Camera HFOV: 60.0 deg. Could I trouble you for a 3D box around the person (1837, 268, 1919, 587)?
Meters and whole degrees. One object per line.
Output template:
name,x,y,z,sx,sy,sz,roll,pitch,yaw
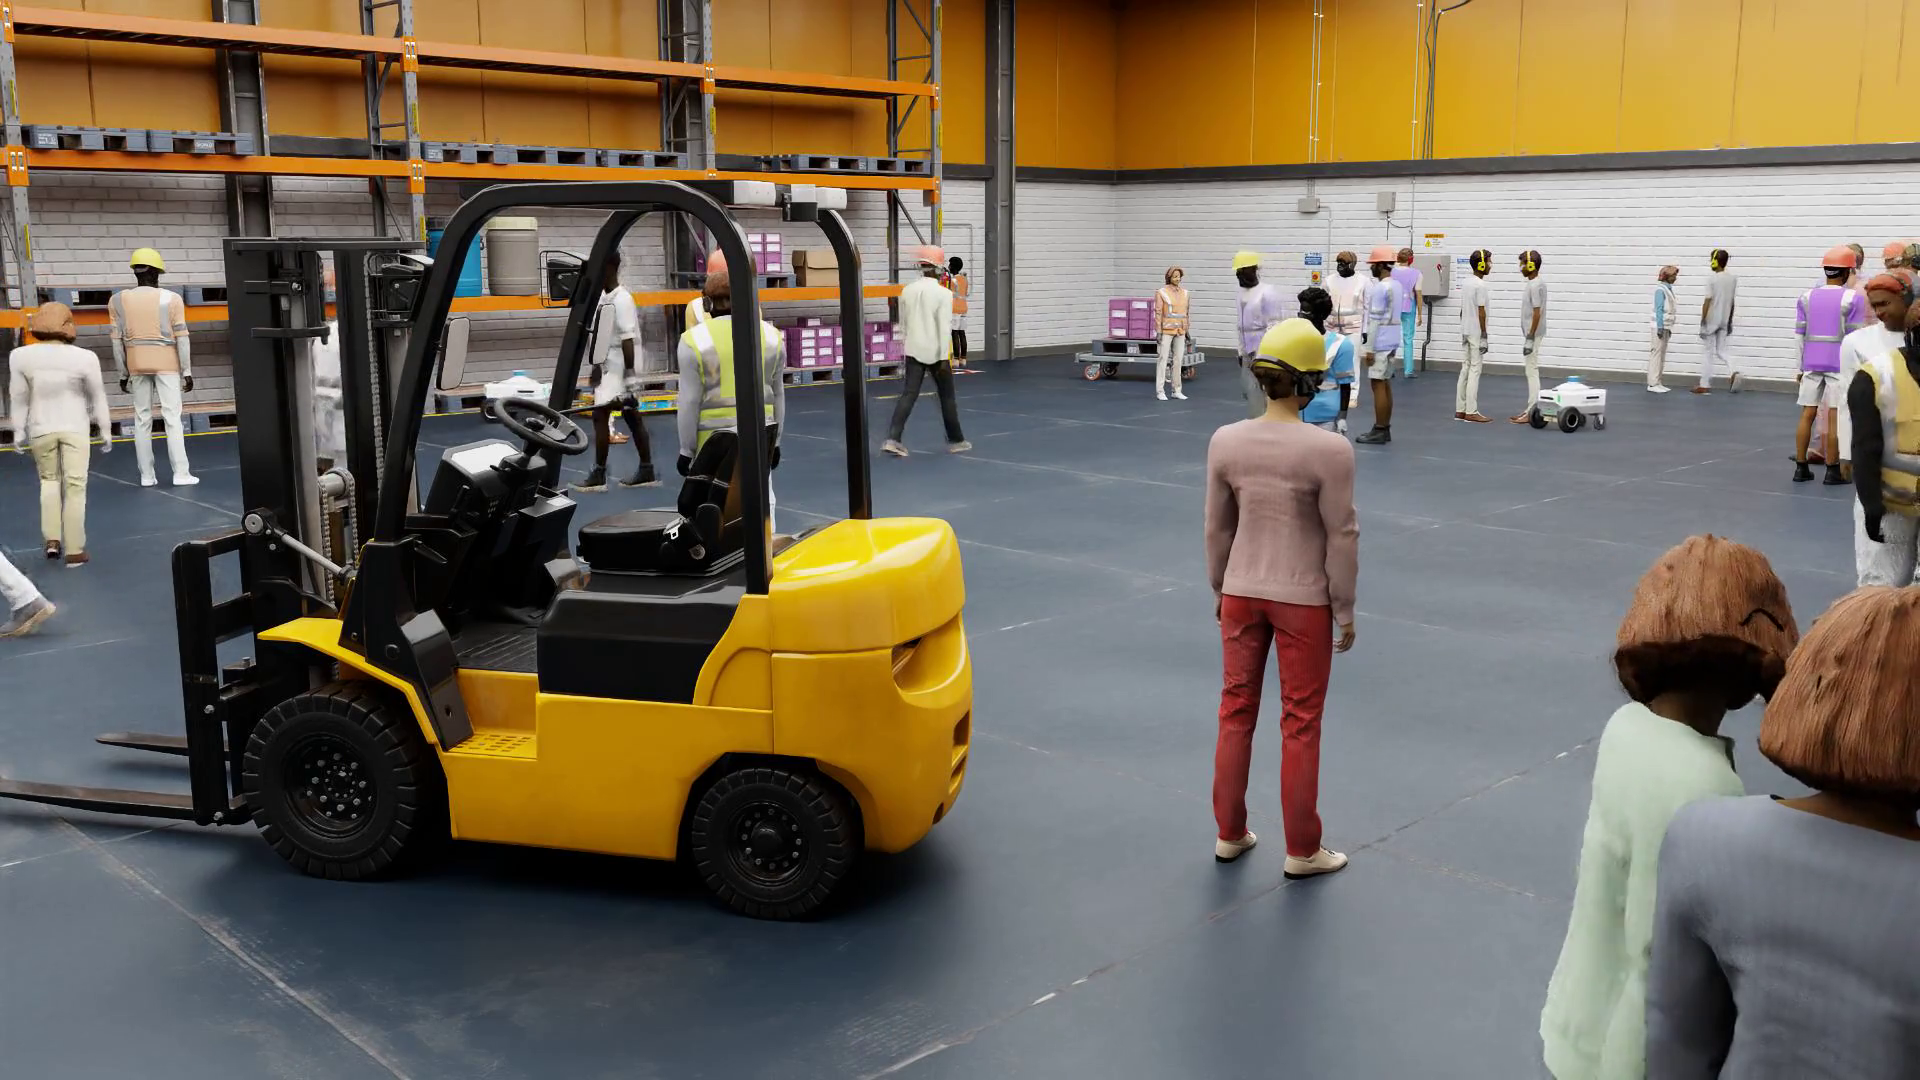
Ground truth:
person,4.987,-0.486,8.717,0.753,1.857,0.390,4,11,19

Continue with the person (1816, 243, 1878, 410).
person,9.464,-2.195,17.795,0.630,1.940,0.372,10,14,42

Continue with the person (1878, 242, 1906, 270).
person,10.820,-2.419,19.059,0.674,1.953,0.672,6,12,31

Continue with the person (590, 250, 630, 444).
person,-3.418,-1.895,16.252,0.403,1.904,0.651,-1,10,-5

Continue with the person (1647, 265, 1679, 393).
person,9.086,-2.723,21.501,0.317,1.637,0.529,7,12,34

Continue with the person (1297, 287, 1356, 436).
person,2.295,-0.797,10.834,0.535,1.694,0.321,8,13,36

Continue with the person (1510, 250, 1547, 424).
person,6.133,-2.176,17.897,0.335,1.864,0.519,4,11,21

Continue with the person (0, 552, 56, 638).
person,-5.078,-0.396,8.284,0.989,1.839,0.588,-2,11,-12

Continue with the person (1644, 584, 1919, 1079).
person,1.047,0.856,1.986,0.288,1.634,0.499,-7,13,-35

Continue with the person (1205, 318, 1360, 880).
person,1.016,0.189,5.266,0.525,1.769,0.315,8,13,38

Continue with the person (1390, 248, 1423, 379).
person,6.254,-3.199,23.520,0.570,1.845,0.383,7,12,32

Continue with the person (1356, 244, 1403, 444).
person,4.085,-1.899,16.197,0.379,1.935,0.543,6,12,31

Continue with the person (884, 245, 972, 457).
person,-0.318,-1.734,15.304,0.622,1.944,1.055,7,13,34

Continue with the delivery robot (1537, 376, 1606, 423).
delivery robot,6.369,-1.461,17.312,0.707,0.478,0.477,-5,11,-26

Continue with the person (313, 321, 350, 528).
person,-3.353,-0.549,8.943,0.754,1.906,0.558,2,11,9

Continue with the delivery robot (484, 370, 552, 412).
delivery robot,-4.784,-1.599,18.065,0.707,0.478,0.477,1,10,4

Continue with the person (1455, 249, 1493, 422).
person,5.614,-2.214,18.085,0.322,1.871,0.531,-1,10,-8

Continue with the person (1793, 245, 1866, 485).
person,7.079,-1.417,13.549,0.354,1.939,0.545,-8,13,-38

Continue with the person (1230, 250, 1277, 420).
person,2.903,-1.840,15.996,0.678,1.892,0.628,-4,11,-23

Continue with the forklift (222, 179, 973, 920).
forklift,-1.114,-0.058,5.440,2.313,2.155,1.214,2,11,13

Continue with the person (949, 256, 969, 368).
person,-0.061,-3.496,25.546,0.319,1.696,0.532,6,12,28

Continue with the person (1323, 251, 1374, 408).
person,4.520,-2.467,19.552,0.624,1.841,0.430,6,12,31

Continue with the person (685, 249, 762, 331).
person,-1.644,-1.060,11.628,0.542,1.929,0.373,-2,11,-9

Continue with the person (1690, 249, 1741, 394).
person,9.594,-2.743,21.007,0.541,1.852,0.675,-3,11,-17

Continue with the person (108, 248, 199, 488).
person,-6.473,-1.372,13.367,0.585,1.917,0.382,-1,10,-7

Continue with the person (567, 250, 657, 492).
person,-2.821,-1.350,13.205,0.845,1.933,0.633,-3,11,-14

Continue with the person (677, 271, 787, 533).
person,-1.226,-0.503,8.850,0.620,1.838,0.430,-7,12,-33

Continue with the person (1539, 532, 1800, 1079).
person,0.968,0.803,2.345,0.347,1.607,0.656,3,11,17

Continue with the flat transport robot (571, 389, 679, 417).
flat transport robot,-3.644,-1.561,18.885,1.431,0.197,0.652,-9,14,-40

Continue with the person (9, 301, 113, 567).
person,-5.493,-0.645,10.197,0.538,1.618,0.403,-2,11,-13

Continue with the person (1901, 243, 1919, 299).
person,9.536,-2.011,16.789,0.372,1.940,0.627,1,10,4

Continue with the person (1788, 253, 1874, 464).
person,7.711,-1.600,14.685,0.828,1.883,0.690,2,11,9

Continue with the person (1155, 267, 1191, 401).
person,2.612,-2.538,20.476,0.523,1.640,0.306,-6,12,-29

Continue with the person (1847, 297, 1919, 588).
person,4.211,-0.187,7.300,0.648,1.788,0.808,4,11,20
